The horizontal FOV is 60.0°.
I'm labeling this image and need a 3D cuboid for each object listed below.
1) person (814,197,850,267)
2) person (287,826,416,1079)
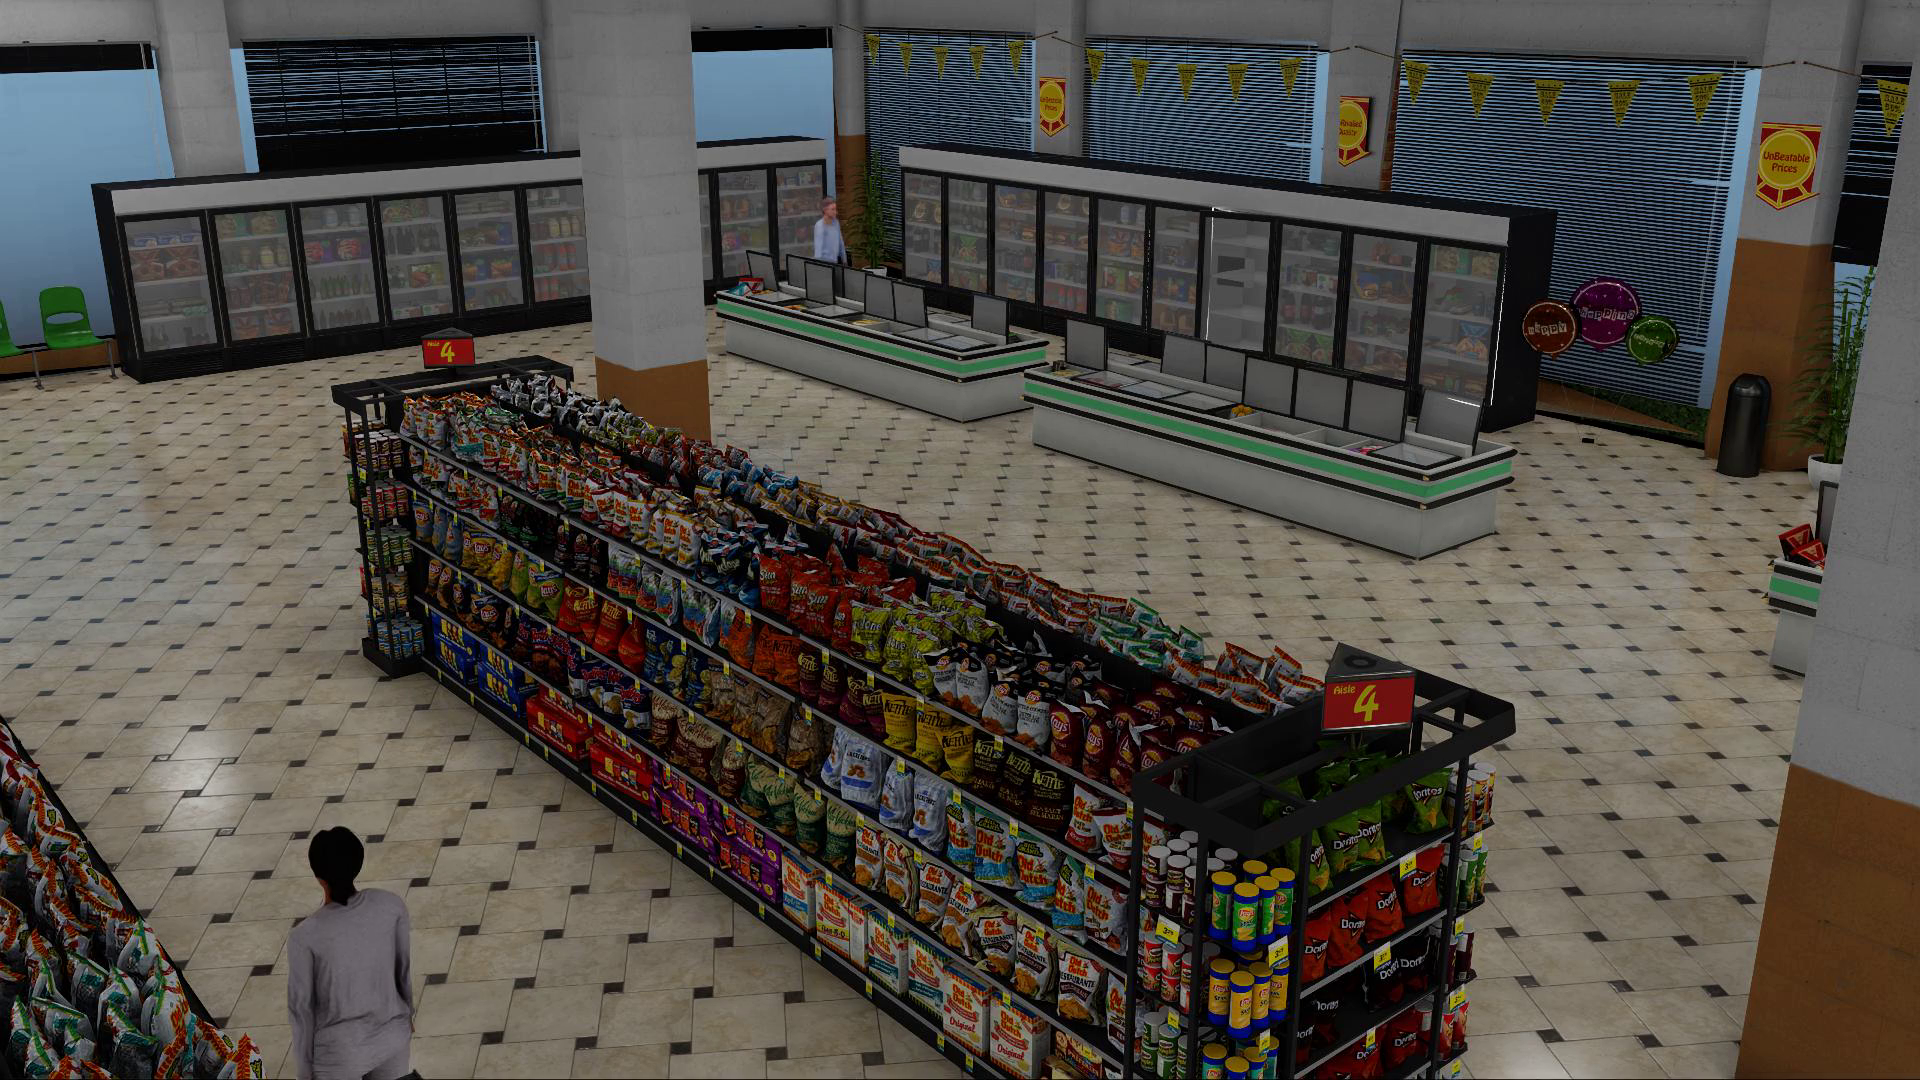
[{"bbox_3d":[-1.878,-3.688,22.543,1.399,1.837,1.155,7,20,19],"label":"person"},{"bbox_3d":[-2.195,1.899,6.155,0.641,1.721,0.610,-15,24,-38],"label":"person"}]
